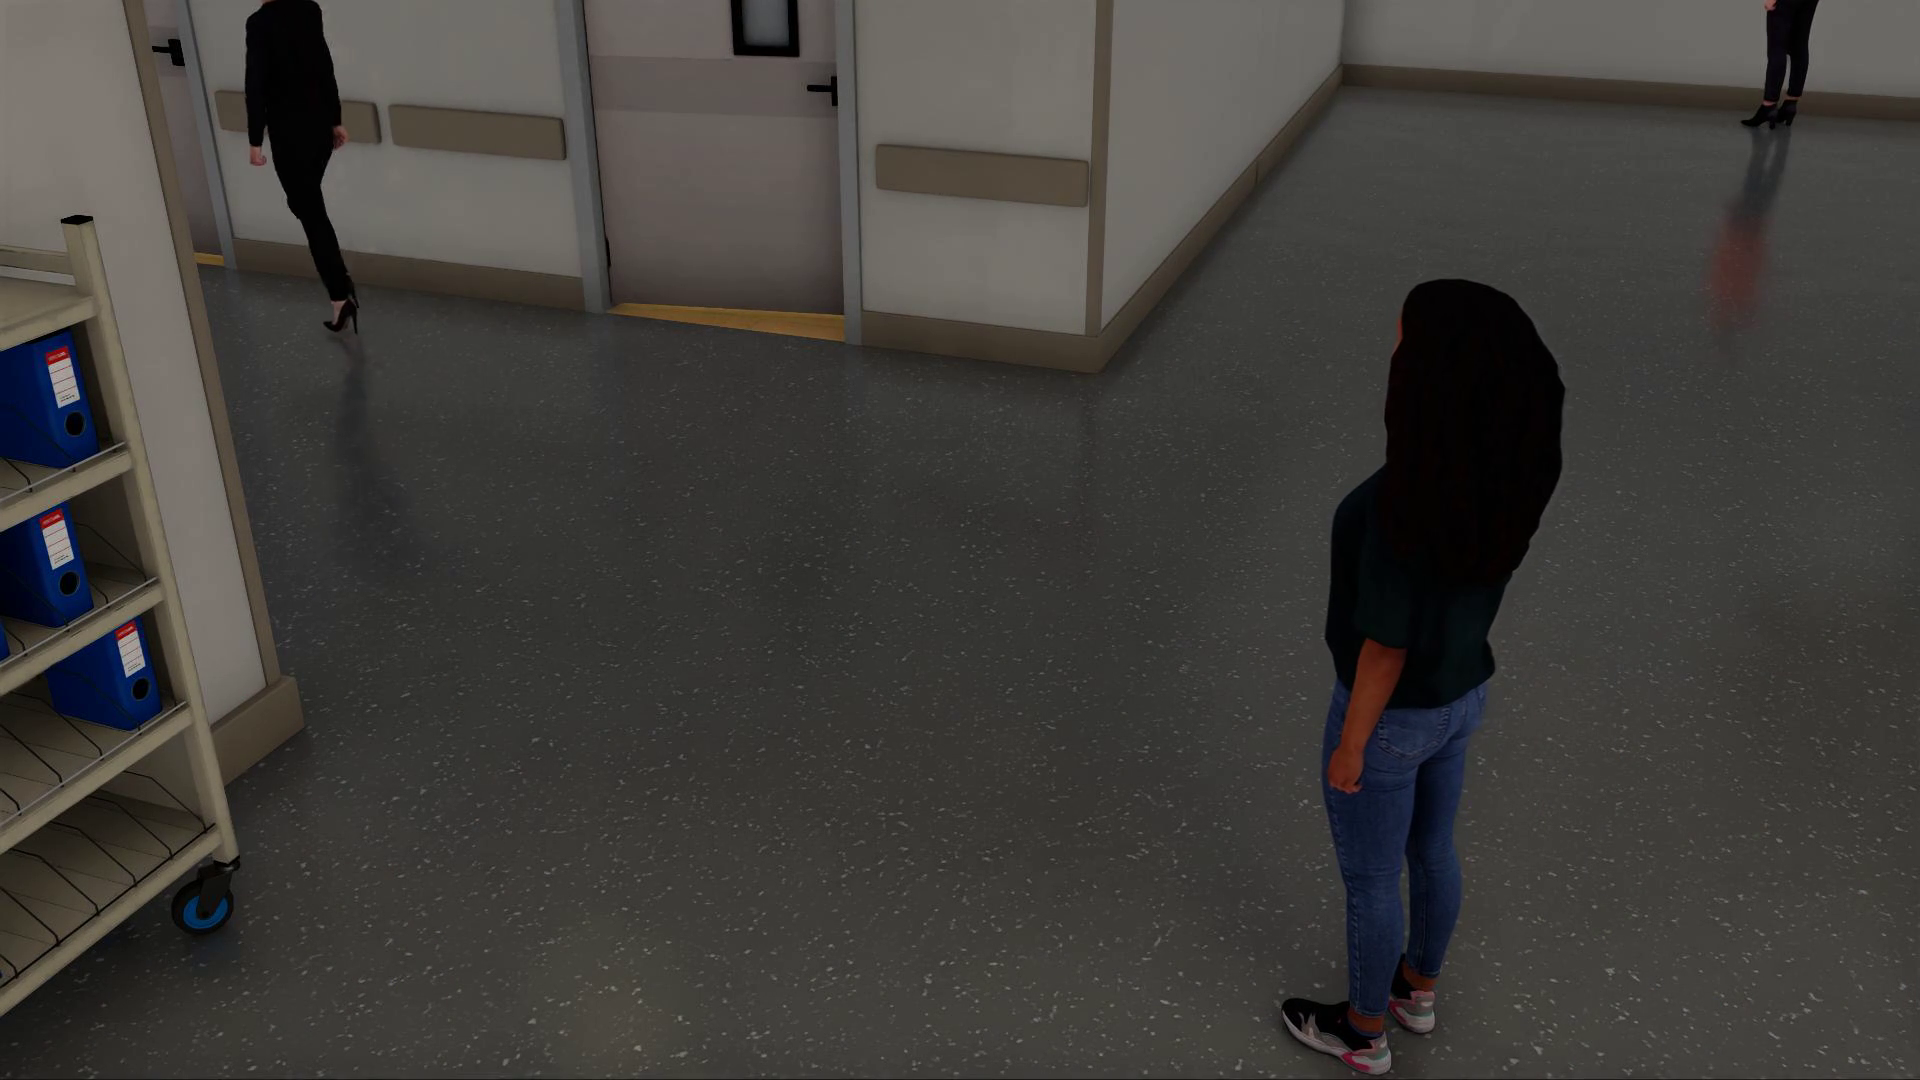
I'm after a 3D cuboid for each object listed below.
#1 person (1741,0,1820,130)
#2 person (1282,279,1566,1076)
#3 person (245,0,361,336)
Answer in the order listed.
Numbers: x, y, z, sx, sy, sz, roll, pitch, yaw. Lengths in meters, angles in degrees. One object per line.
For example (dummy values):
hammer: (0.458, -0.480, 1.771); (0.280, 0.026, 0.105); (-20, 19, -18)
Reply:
person: (5.669, -3.700, 11.286); (0.697, 1.749, 0.762); (-13, 28, -24)
person: (0.854, 0.296, 3.152); (0.684, 1.616, 0.769); (-20, 32, -35)
person: (-2.786, -1.712, 7.214); (0.659, 1.704, 0.494); (9, 27, 17)
